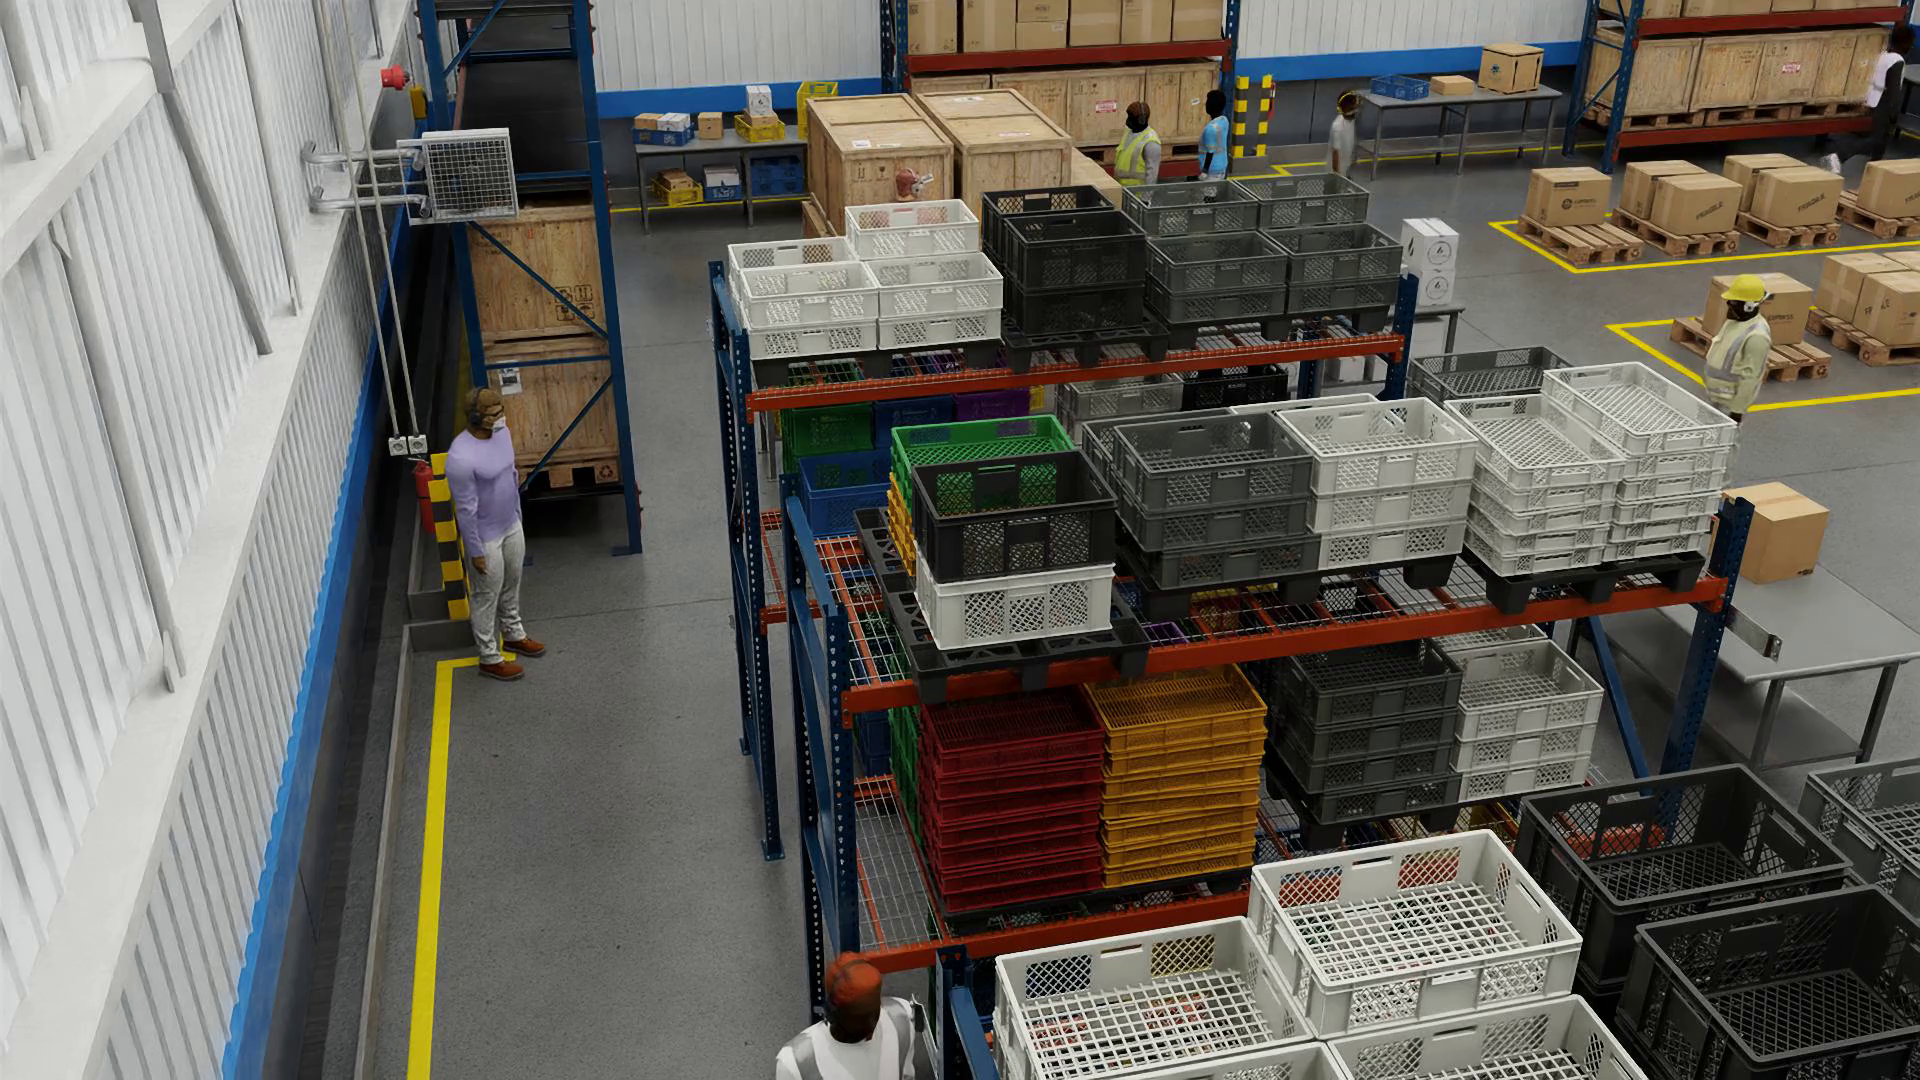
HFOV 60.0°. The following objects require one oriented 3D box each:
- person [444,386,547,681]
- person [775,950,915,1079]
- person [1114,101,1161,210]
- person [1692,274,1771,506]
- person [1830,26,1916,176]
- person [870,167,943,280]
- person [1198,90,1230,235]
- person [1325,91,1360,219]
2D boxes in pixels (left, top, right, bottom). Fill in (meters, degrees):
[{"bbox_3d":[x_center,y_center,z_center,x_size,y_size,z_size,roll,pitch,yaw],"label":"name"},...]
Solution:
[{"bbox_3d":[-2.908,-0.057,10.365,0.361,1.932,0.632,8,29,15],"label":"person"},{"bbox_3d":[-0.377,2.254,6.026,0.573,1.883,0.356,-20,34,-34],"label":"person"},{"bbox_3d":[1.797,-3.600,17.176,0.429,1.844,0.627,-12,30,-21],"label":"person"},{"bbox_3d":[5.759,-1.109,12.468,0.403,1.824,0.594,2,28,4],"label":"person"},{"bbox_3d":[11.289,-5.344,20.422,0.741,1.892,0.597,8,29,15],"label":"person"},{"bbox_3d":[-0.450,-2.345,14.728,0.642,1.905,0.399,7,29,13],"label":"person"},{"bbox_3d":[2.757,-4.071,18.221,0.318,1.696,0.532,12,30,21],"label":"person"},{"bbox_3d":[4.010,-3.894,17.747,0.458,1.837,0.604,12,30,21],"label":"person"}]
